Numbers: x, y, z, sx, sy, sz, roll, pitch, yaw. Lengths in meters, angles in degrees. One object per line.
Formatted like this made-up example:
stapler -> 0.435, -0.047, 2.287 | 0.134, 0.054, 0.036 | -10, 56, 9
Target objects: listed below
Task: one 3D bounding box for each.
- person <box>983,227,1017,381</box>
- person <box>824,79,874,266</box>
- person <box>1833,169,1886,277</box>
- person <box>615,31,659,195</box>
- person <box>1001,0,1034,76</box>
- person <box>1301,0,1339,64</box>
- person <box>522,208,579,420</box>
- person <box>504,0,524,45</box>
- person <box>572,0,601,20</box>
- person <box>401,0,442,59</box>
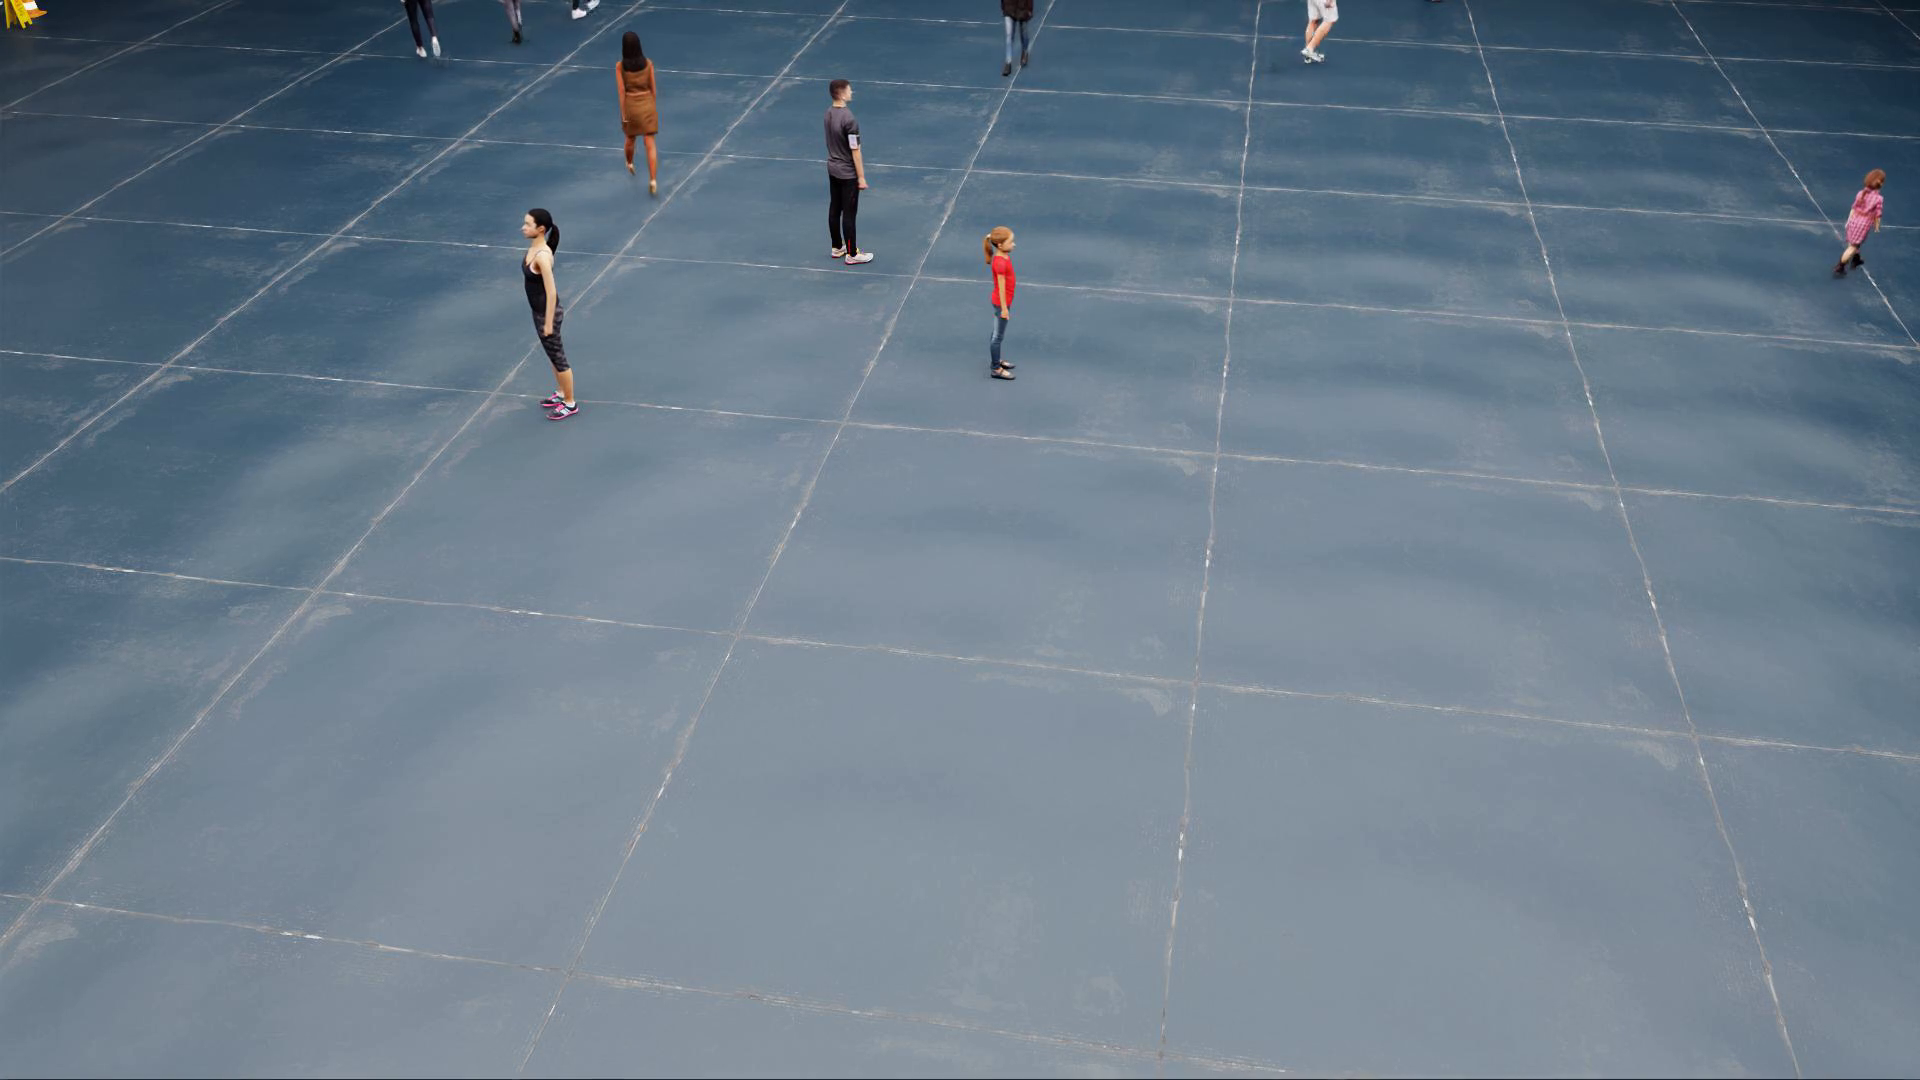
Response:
person -> 0.338, -1.992, 13.870 | 0.524, 1.311, 0.497 | 2, 32, 3
person -> -1.110, -3.514, 15.858 | 0.771, 1.764, 0.703 | -22, 38, -31
person -> 8.510, -2.992, 15.730 | 0.783, 1.017, 0.684 | -16, 36, -24
person -> -3.333, -4.439, 17.433 | 1.074, 1.648, 0.974 | -11, 34, -17
person -> 0.765, -6.804, 21.230 | 0.979, 1.597, 0.670 | 7, 33, 10
person -> 4.550, -7.044, 21.379 | 0.898, 1.843, 0.846 | -17, 36, -25
person -> -3.256, -1.801, 13.175 | 0.694, 1.730, 0.663 | -13, 34, -19
person -> -5.997, -7.308, 22.341 | 0.666, 1.264, 0.728 | -23, 39, -32
person -> -5.411, -8.180, 23.298 | 0.931, 1.717, 0.850 | 18, 37, 27
person -> -7.027, -7.077, 21.576 | 0.952, 1.688, 0.994 | -18, 37, -27
